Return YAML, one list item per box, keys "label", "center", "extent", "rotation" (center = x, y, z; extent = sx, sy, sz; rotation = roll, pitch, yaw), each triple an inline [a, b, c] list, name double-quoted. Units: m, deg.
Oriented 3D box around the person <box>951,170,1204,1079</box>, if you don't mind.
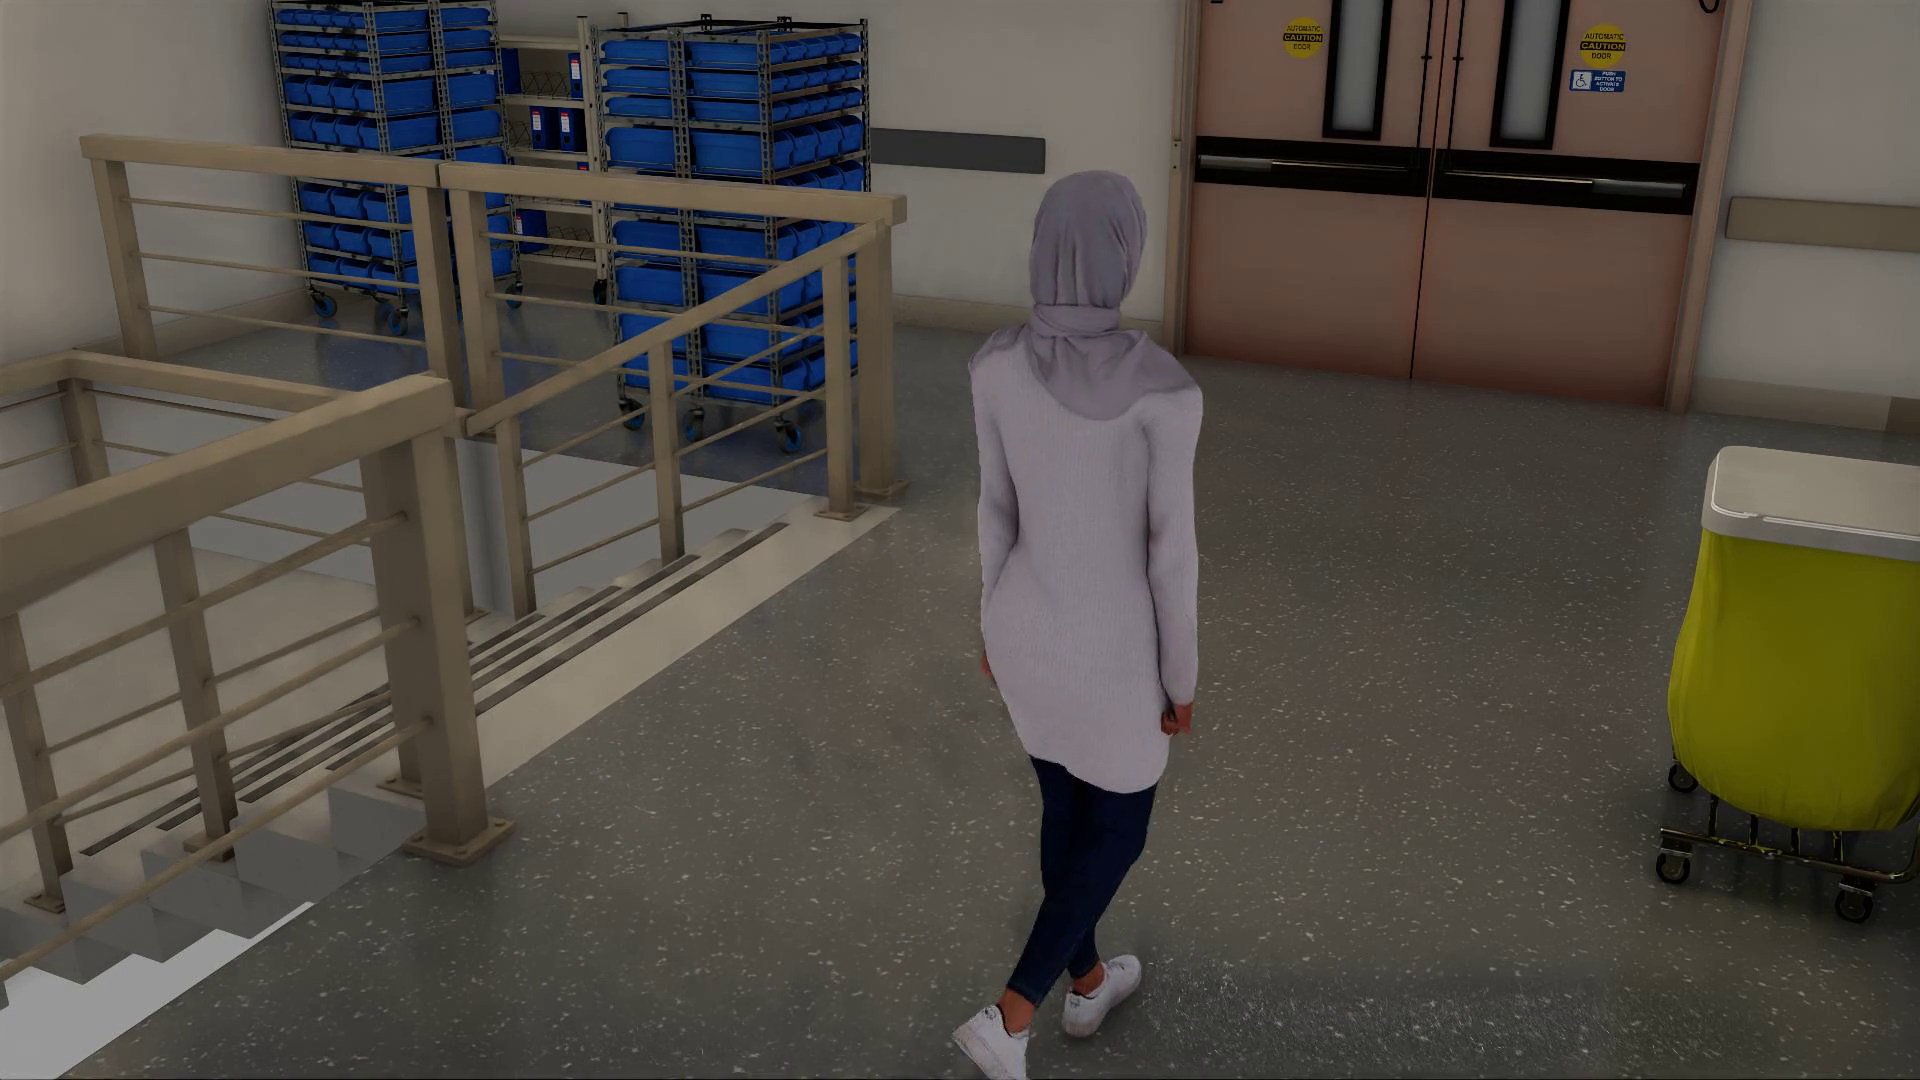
- label: "person"
  center: [0.172, 0.242, 3.037]
  extent: [0.923, 1.759, 0.778]
  rotation: [13, 25, 32]
